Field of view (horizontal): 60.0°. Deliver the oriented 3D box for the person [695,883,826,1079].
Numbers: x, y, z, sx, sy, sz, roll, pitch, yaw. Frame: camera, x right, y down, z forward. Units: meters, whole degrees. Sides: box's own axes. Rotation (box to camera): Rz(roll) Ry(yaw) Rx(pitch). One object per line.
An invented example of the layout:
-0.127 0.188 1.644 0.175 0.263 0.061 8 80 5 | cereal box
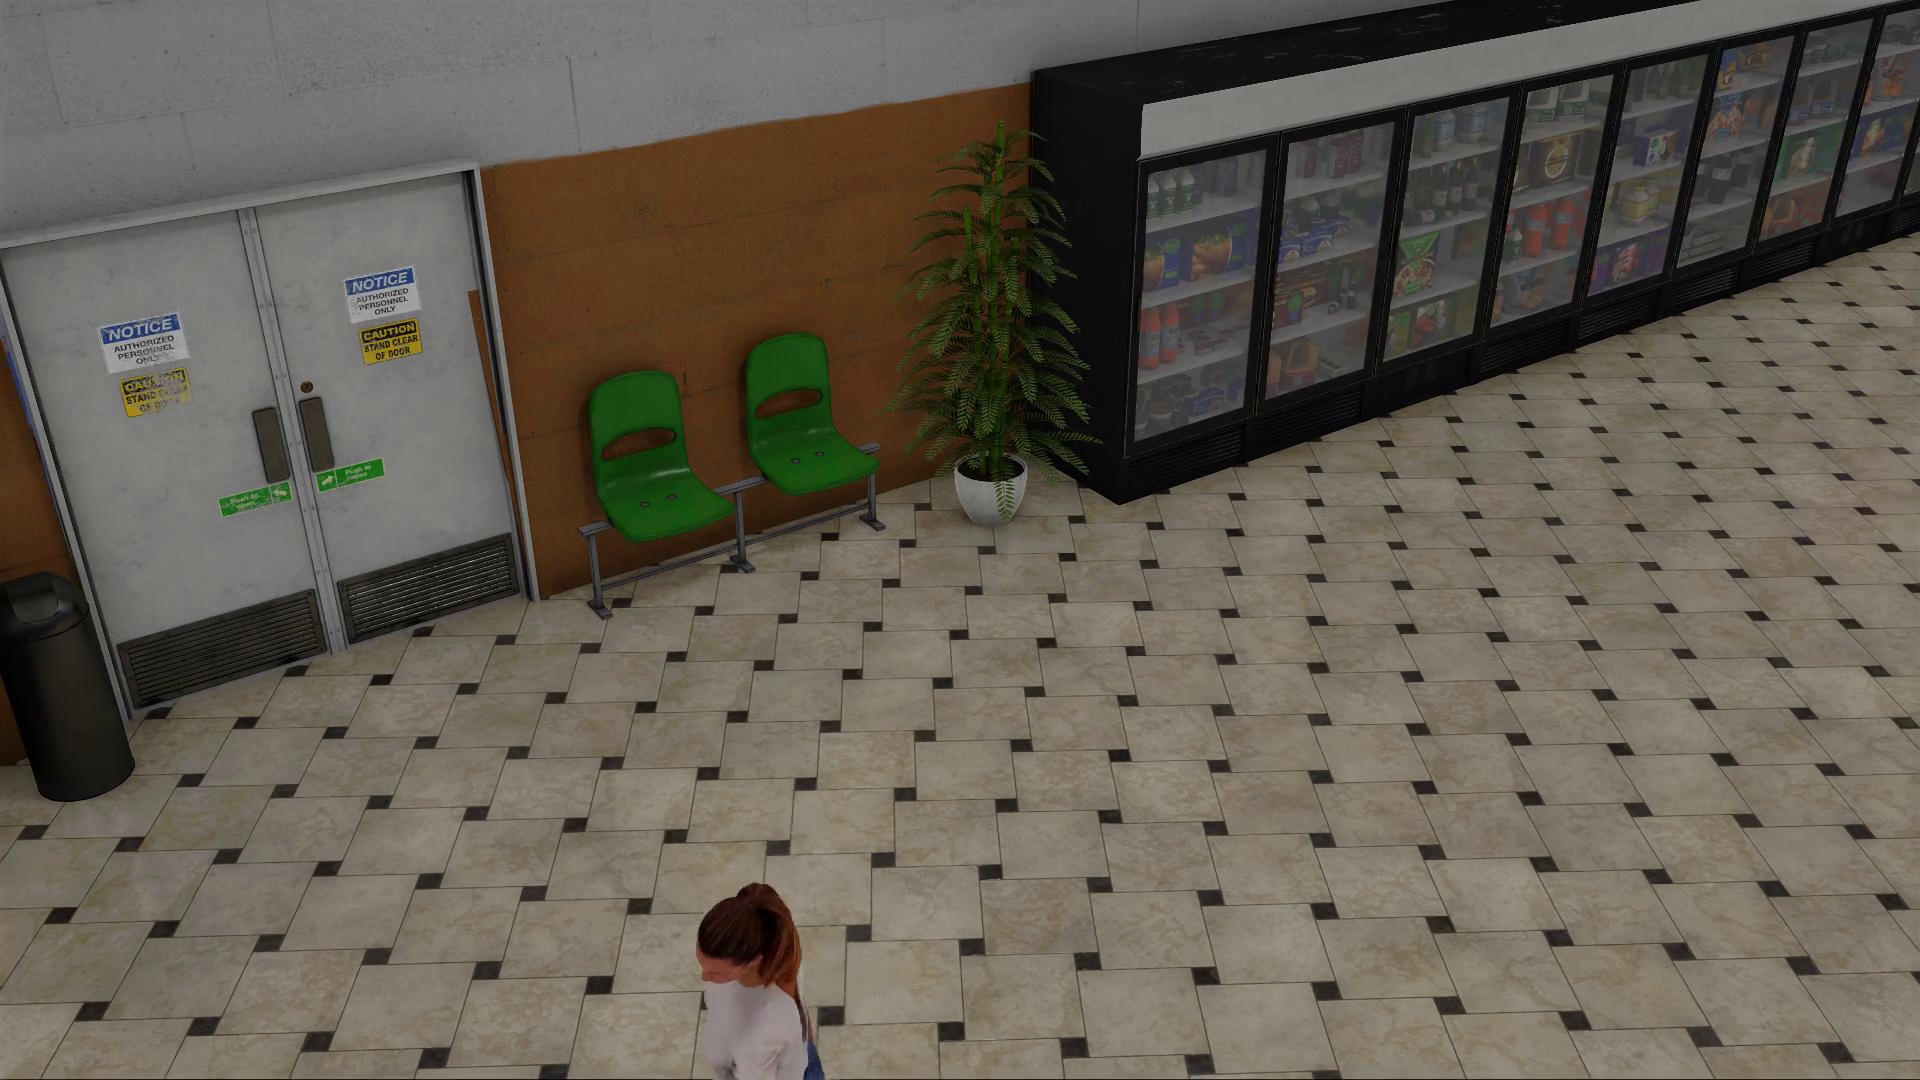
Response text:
-0.456 1.535 4.585 0.894 1.712 0.806 8 30 15 | person
